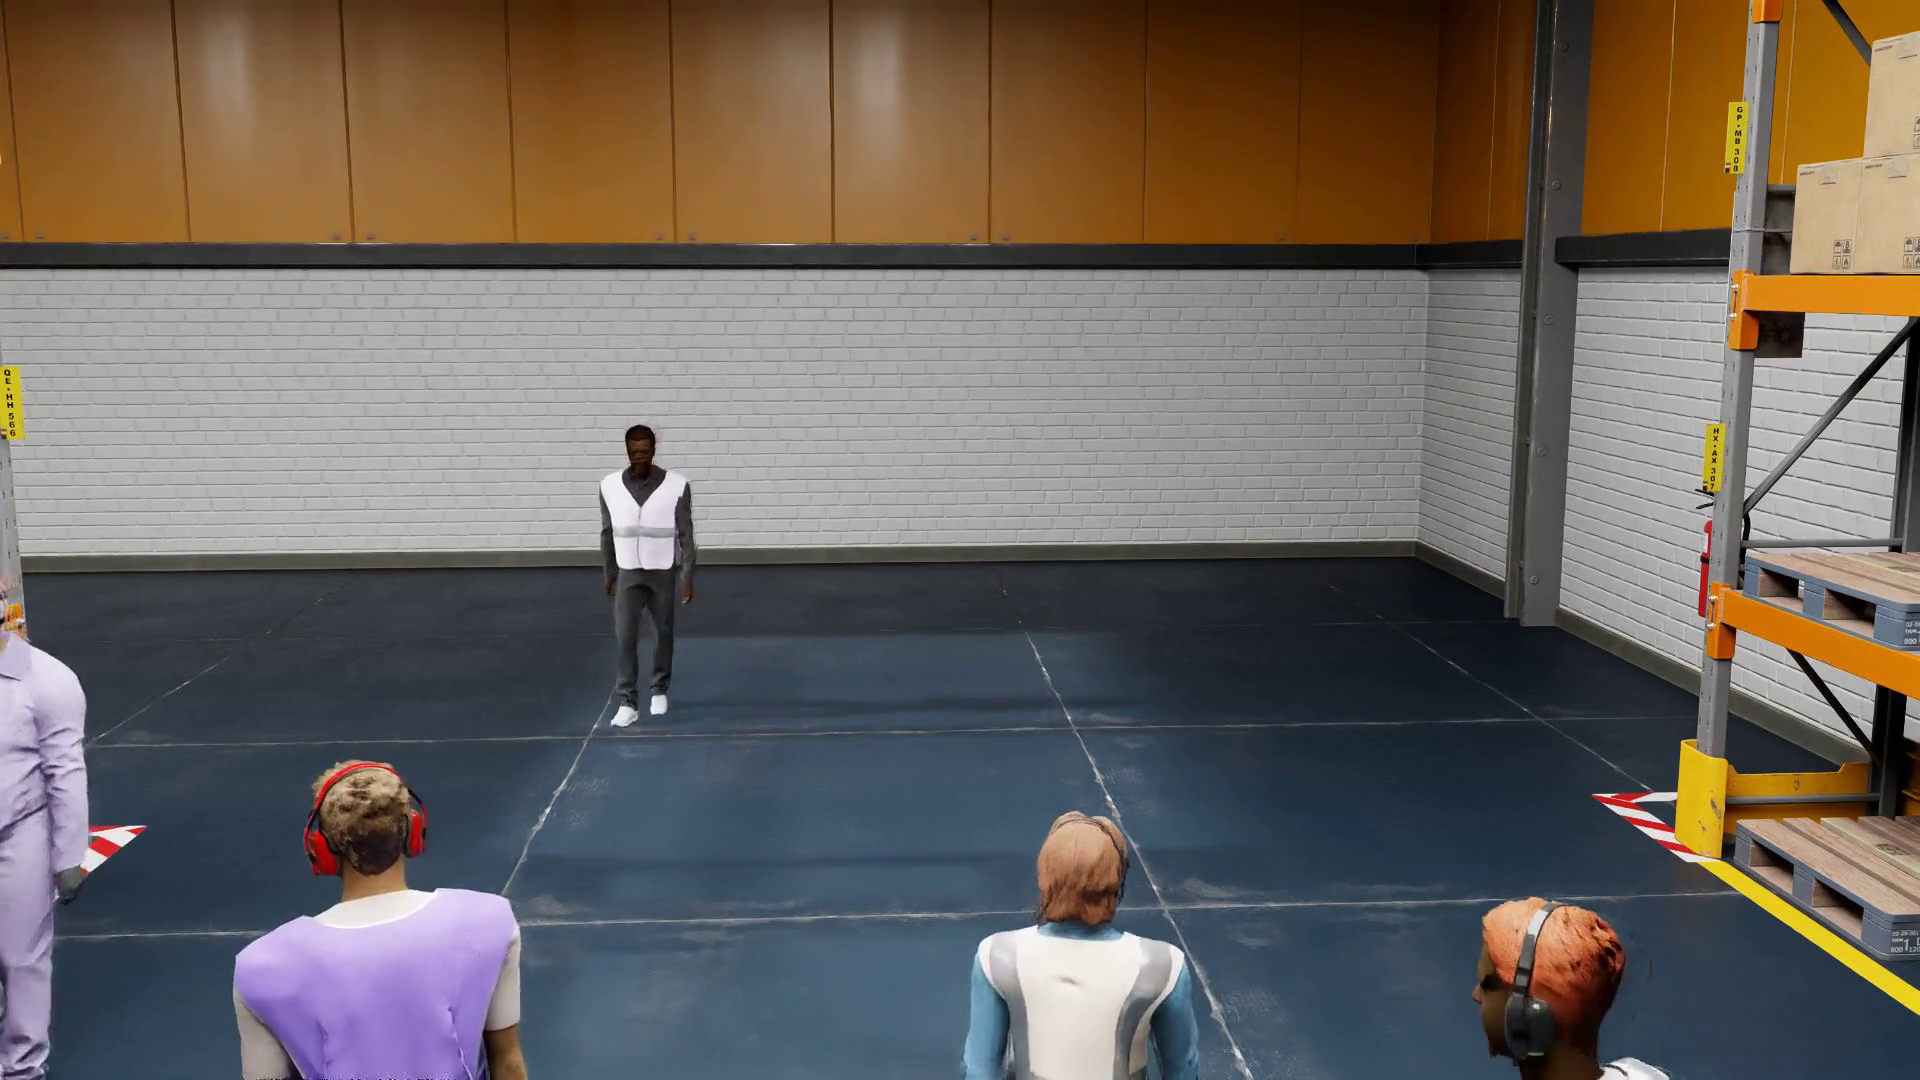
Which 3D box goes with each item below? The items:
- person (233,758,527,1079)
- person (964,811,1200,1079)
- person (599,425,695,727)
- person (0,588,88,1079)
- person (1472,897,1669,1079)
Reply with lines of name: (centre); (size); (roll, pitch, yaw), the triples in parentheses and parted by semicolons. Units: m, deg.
person: (-1.182, 1.368, 3.489); (0.586, 1.839, 0.401); (-4, 10, -25)
person: (0.296, 1.420, 3.906); (0.534, 1.602, 0.808); (2, 9, 15)
person: (-1.987, 0.227, 10.496); (0.616, 1.884, 0.859); (0, 9, -1)
person: (-3.219, 1.019, 5.505); (0.670, 1.892, 0.453); (-1, 9, -4)
person: (0.881, 1.479, 2.770); (0.930, 1.839, 0.597); (8, 12, 41)
